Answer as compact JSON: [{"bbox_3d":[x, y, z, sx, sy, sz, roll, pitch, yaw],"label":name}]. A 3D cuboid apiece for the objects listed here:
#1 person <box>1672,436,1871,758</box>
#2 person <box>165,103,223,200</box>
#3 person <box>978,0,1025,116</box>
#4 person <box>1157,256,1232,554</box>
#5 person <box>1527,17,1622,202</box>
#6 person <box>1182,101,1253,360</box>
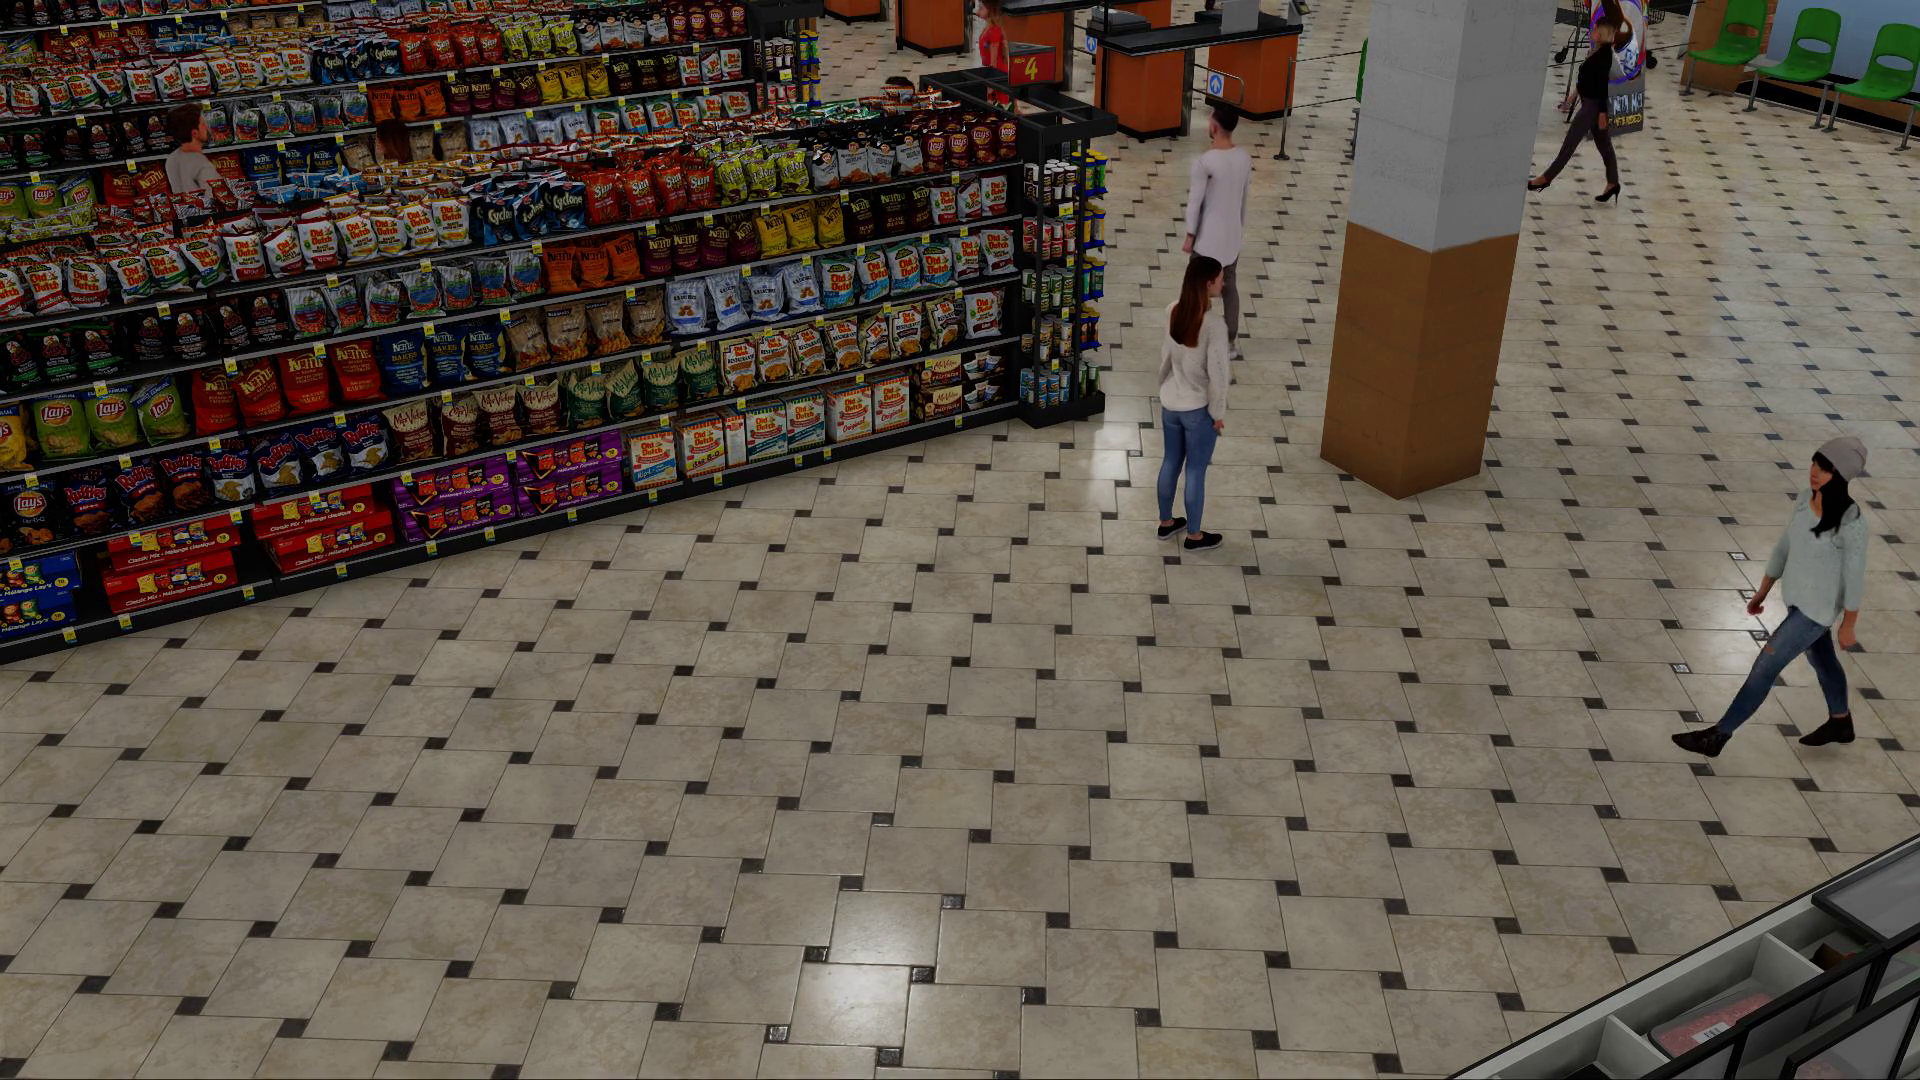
[{"bbox_3d":[3.846,0.297,7.398,1.194,1.591,0.885,-3,29,-6],"label":"person"},{"bbox_3d":[-5.064,-2.002,11.281,0.741,1.905,0.729,19,34,31],"label":"person"},{"bbox_3d":[0.436,-4.459,16.170,1.188,1.533,0.839,-4,29,-8],"label":"person"},{"bbox_3d":[1.281,-0.747,9.204,0.579,1.694,0.631,-19,34,-31],"label":"person"},{"bbox_3d":[5.750,-3.782,14.834,1.076,1.626,1.074,10,30,18],"label":"person"},{"bbox_3d":[1.796,-2.127,11.584,0.488,1.835,0.727,-18,34,-30],"label":"person"}]
